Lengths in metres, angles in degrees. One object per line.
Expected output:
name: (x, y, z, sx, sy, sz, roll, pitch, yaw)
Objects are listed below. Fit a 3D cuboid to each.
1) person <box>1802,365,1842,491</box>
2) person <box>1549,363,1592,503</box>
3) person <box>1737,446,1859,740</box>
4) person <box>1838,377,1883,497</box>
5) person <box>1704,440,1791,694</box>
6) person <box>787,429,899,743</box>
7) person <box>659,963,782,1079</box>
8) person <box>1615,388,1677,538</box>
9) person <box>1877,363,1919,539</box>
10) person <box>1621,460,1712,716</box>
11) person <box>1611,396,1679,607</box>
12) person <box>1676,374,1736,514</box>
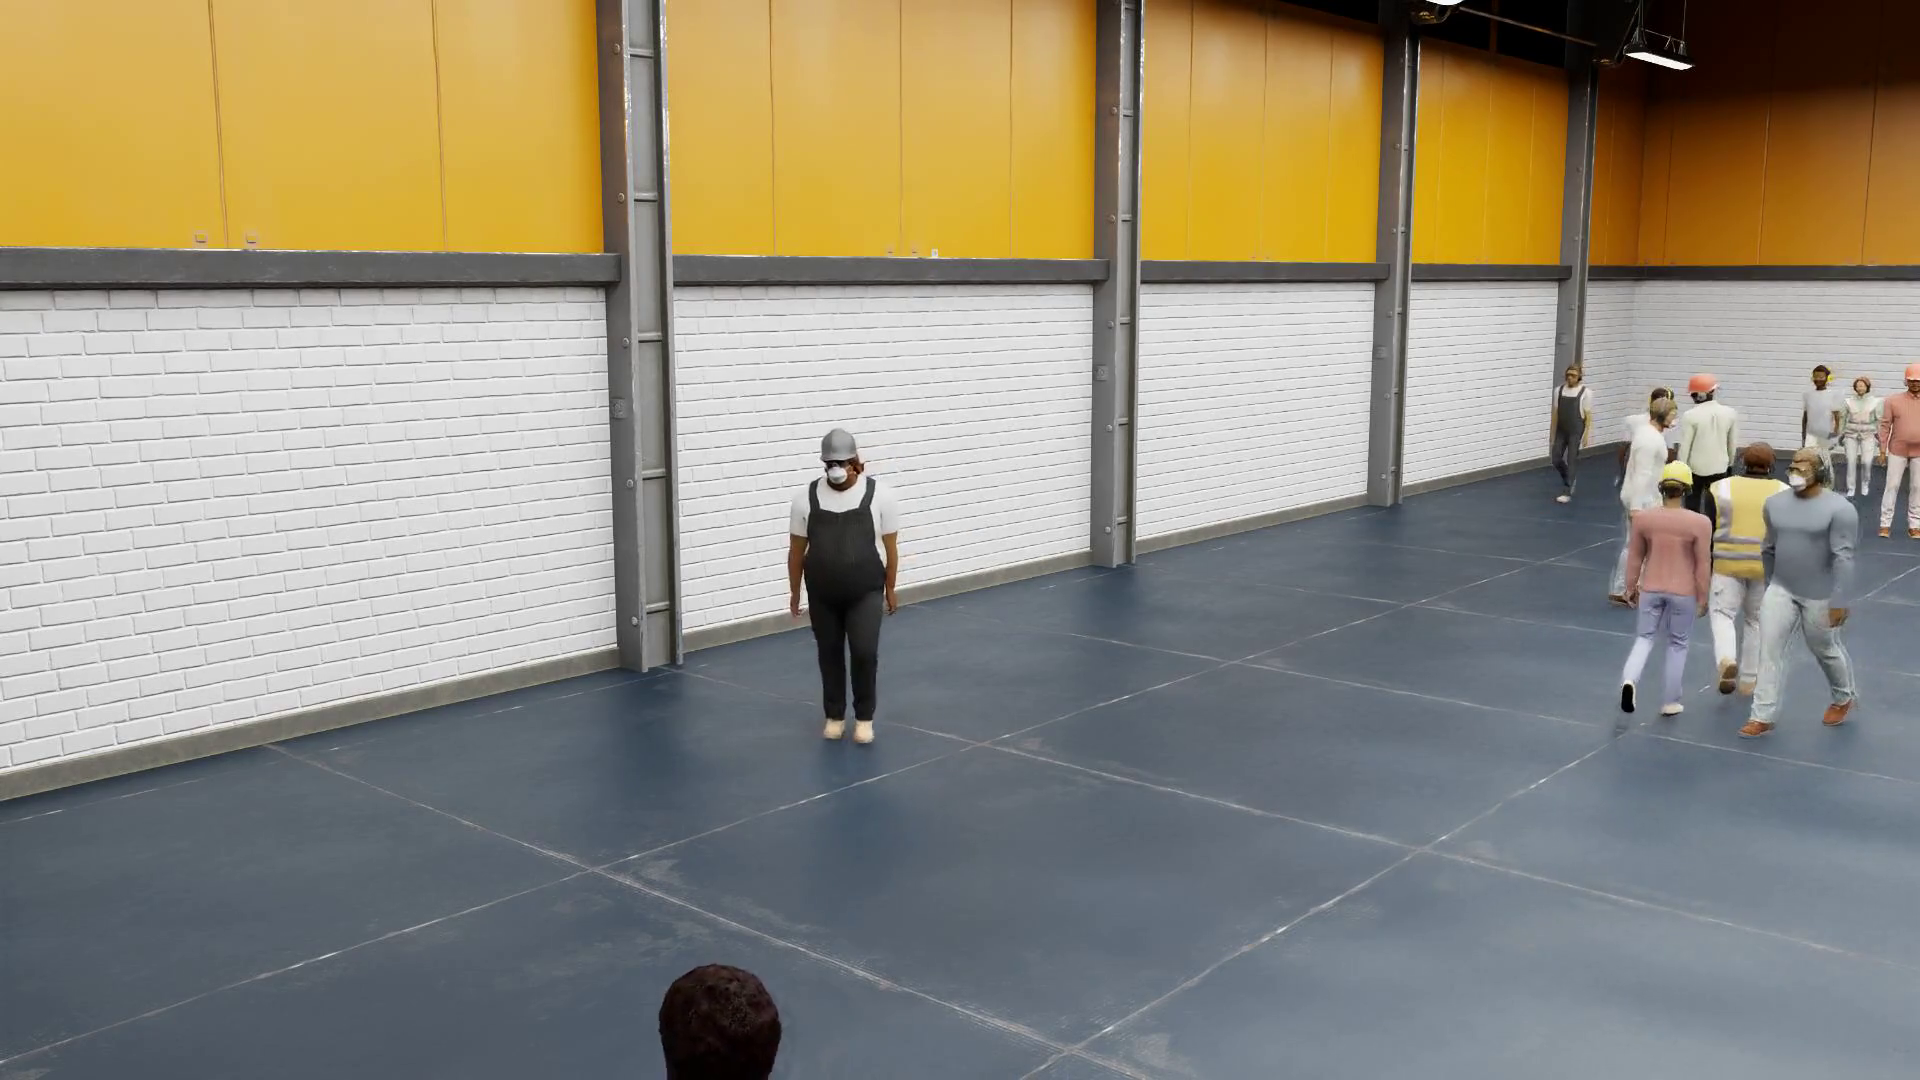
person: (11.199, -1.369, 21.628, 0.519, 1.837, 0.953, 9, 12, 43)
person: (8.015, -1.408, 21.847, 0.540, 1.834, 0.493, 9, 13, 44)
person: (5.511, 0.327, 10.796, 1.025, 1.898, 0.641, -6, 11, -33)
person: (12.049, -1.373, 22.279, 0.535, 1.622, 0.379, 6, 11, 34)
person: (5.515, 0.220, 11.649, 0.631, 1.830, 0.662, 4, 10, 22)
person: (-0.759, 0.288, 10.547, 0.699, 2.000, 0.624, 1, 9, 6)
person: (-0.322, 1.615, 2.740, 0.592, 1.881, 0.959, -5, 10, -27)
person: (6.986, -0.618, 16.895, 0.609, 1.840, 0.419, 5, 10, 30)
person: (10.729, -1.002, 18.793, 0.621, 1.992, 0.397, 4, 10, 23)
person: (4.704, 0.345, 11.101, 0.535, 1.750, 0.598, 8, 12, 40)
person: (6.098, -0.320, 14.771, 0.553, 1.911, 0.704, 4, 10, 24)
person: (7.776, -0.749, 17.323, 0.696, 1.955, 0.620, -1, 9, -6)
